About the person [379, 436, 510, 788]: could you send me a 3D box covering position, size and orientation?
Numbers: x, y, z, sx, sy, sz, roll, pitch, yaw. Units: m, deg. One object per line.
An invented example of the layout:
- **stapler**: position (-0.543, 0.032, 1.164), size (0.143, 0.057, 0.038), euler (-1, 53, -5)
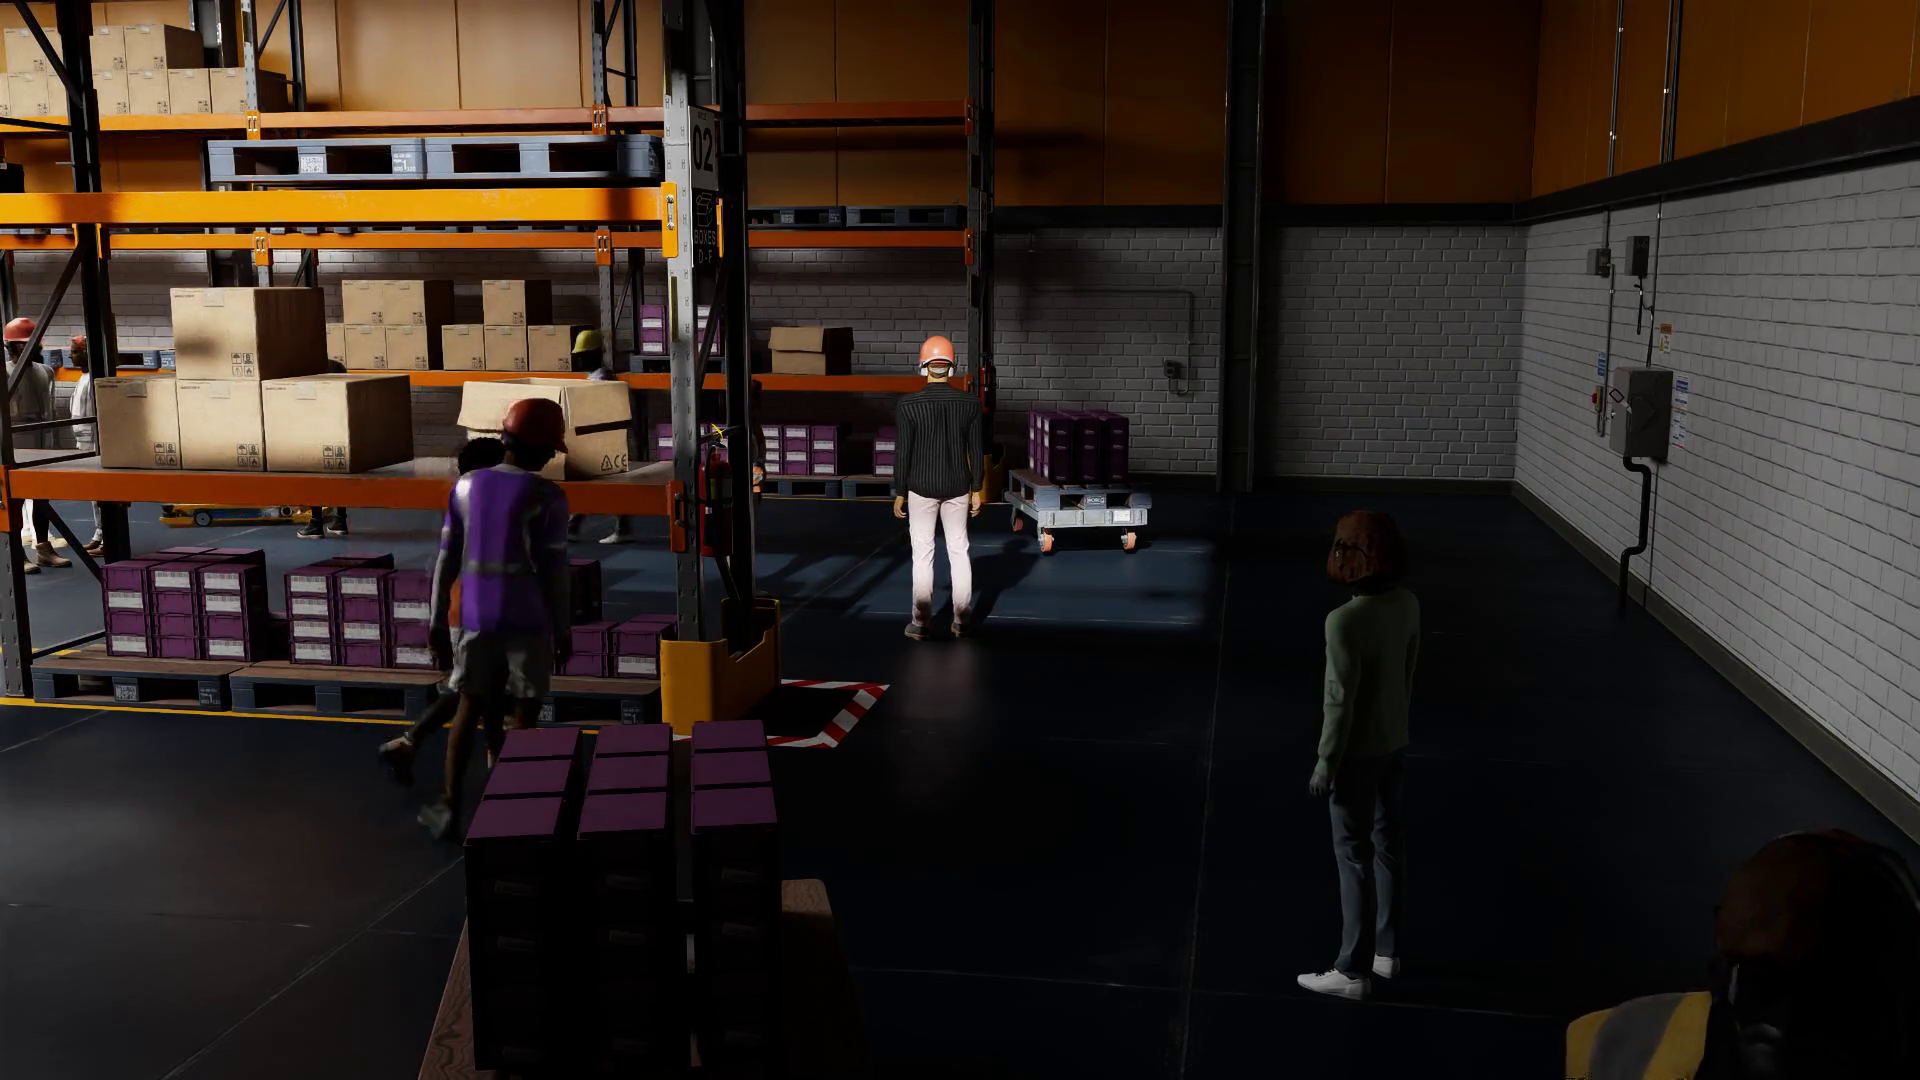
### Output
- **person**: position (-2.352, 0.345, 7.735), size (0.681, 1.655, 0.535), euler (-4, 10, -21)

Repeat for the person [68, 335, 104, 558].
- **person**: position (-7.343, -0.794, 14.101), size (0.355, 1.883, 0.575), euler (-7, 12, -38)

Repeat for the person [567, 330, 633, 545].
- **person**: position (-3.250, -0.882, 14.581), size (0.720, 1.901, 0.623), euler (-4, 10, -21)

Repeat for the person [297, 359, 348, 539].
- **person**: position (-5.823, -0.994, 15.082), size (0.368, 1.966, 0.602), euler (6, 11, 33)

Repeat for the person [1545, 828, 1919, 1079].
- **person**: position (0.917, 1.204, 1.883), size (0.431, 1.834, 0.626), euler (-9, 13, -44)

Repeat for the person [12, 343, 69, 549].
- **person**: position (-8.113, -0.847, 14.554), size (0.633, 1.841, 0.429), euler (8, 12, 41)

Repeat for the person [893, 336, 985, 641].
- **person**: position (-0.143, -0.335, 10.899), size (0.622, 1.993, 0.383), euler (-3, 10, -18)

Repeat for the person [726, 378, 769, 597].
- **person**: position (-1.564, -0.359, 12.150), size (0.315, 1.641, 0.515), euler (1, 9, 7)

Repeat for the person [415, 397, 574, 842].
- **person**: position (-1.980, 0.339, 7.067), size (0.705, 1.885, 0.485), euler (2, 9, 11)

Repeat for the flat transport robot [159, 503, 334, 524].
- **flat transport robot**: position (-6.868, -0.304, 16.044), size (1.431, 0.197, 0.652), euler (-1, 9, -6)

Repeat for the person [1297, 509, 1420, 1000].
- **person**: position (1.340, 0.708, 5.542), size (0.286, 1.636, 0.497), euler (8, 12, 42)

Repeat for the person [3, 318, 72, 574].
- **person**: position (-7.467, -0.757, 13.370), size (0.377, 2.045, 0.605), euler (3, 10, 20)
